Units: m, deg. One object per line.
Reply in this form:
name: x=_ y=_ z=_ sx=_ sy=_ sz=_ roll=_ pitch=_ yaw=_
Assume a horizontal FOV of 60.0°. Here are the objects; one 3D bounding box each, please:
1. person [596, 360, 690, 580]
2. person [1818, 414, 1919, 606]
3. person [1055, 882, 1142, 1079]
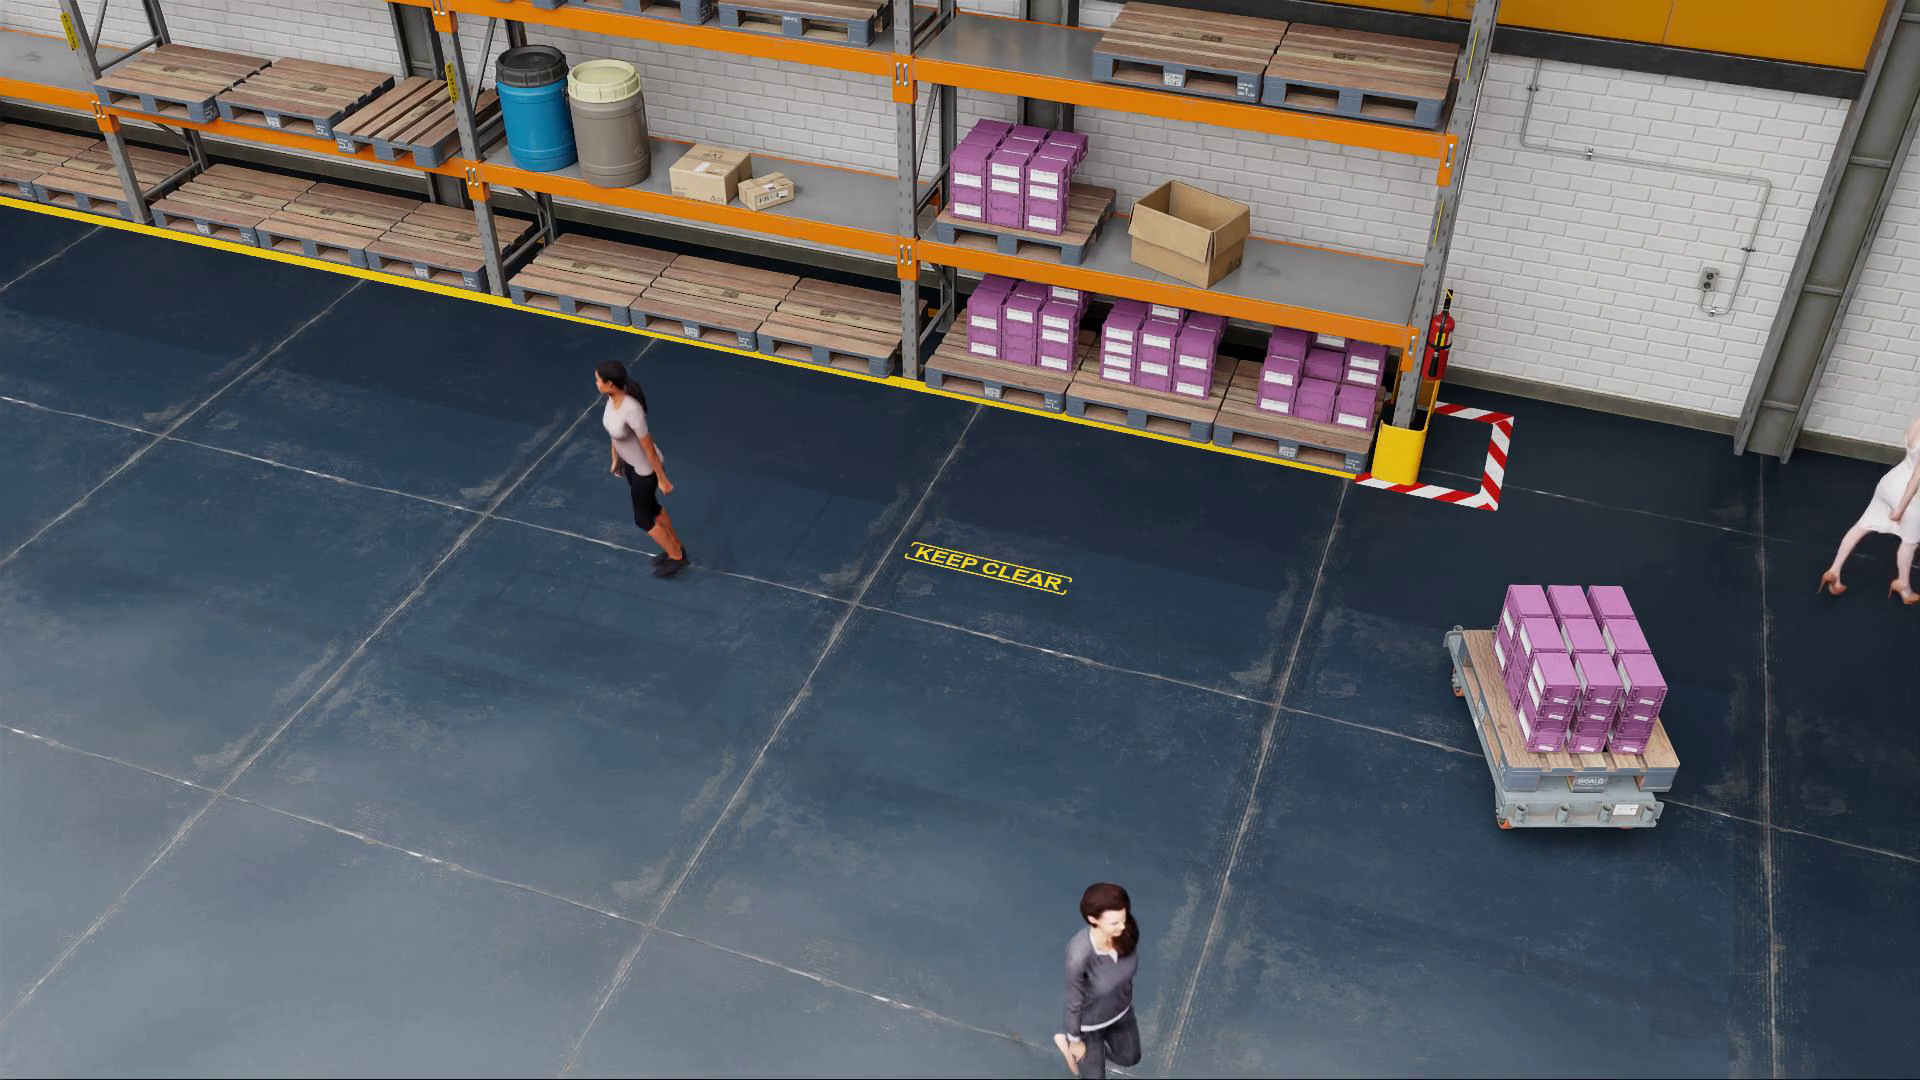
person: x=-2.133 y=-0.492 z=11.494 sx=0.839 sy=1.713 sz=0.776 roll=-28 pitch=46 yaw=-30
person: x=6.225 y=-0.304 z=11.214 sx=0.924 sy=1.768 sz=0.679 roll=5 pitch=39 yaw=6
person: x=0.609 y=2.237 z=8.043 sx=0.811 sy=1.755 sz=0.917 roll=-30 pitch=47 yaw=-32
